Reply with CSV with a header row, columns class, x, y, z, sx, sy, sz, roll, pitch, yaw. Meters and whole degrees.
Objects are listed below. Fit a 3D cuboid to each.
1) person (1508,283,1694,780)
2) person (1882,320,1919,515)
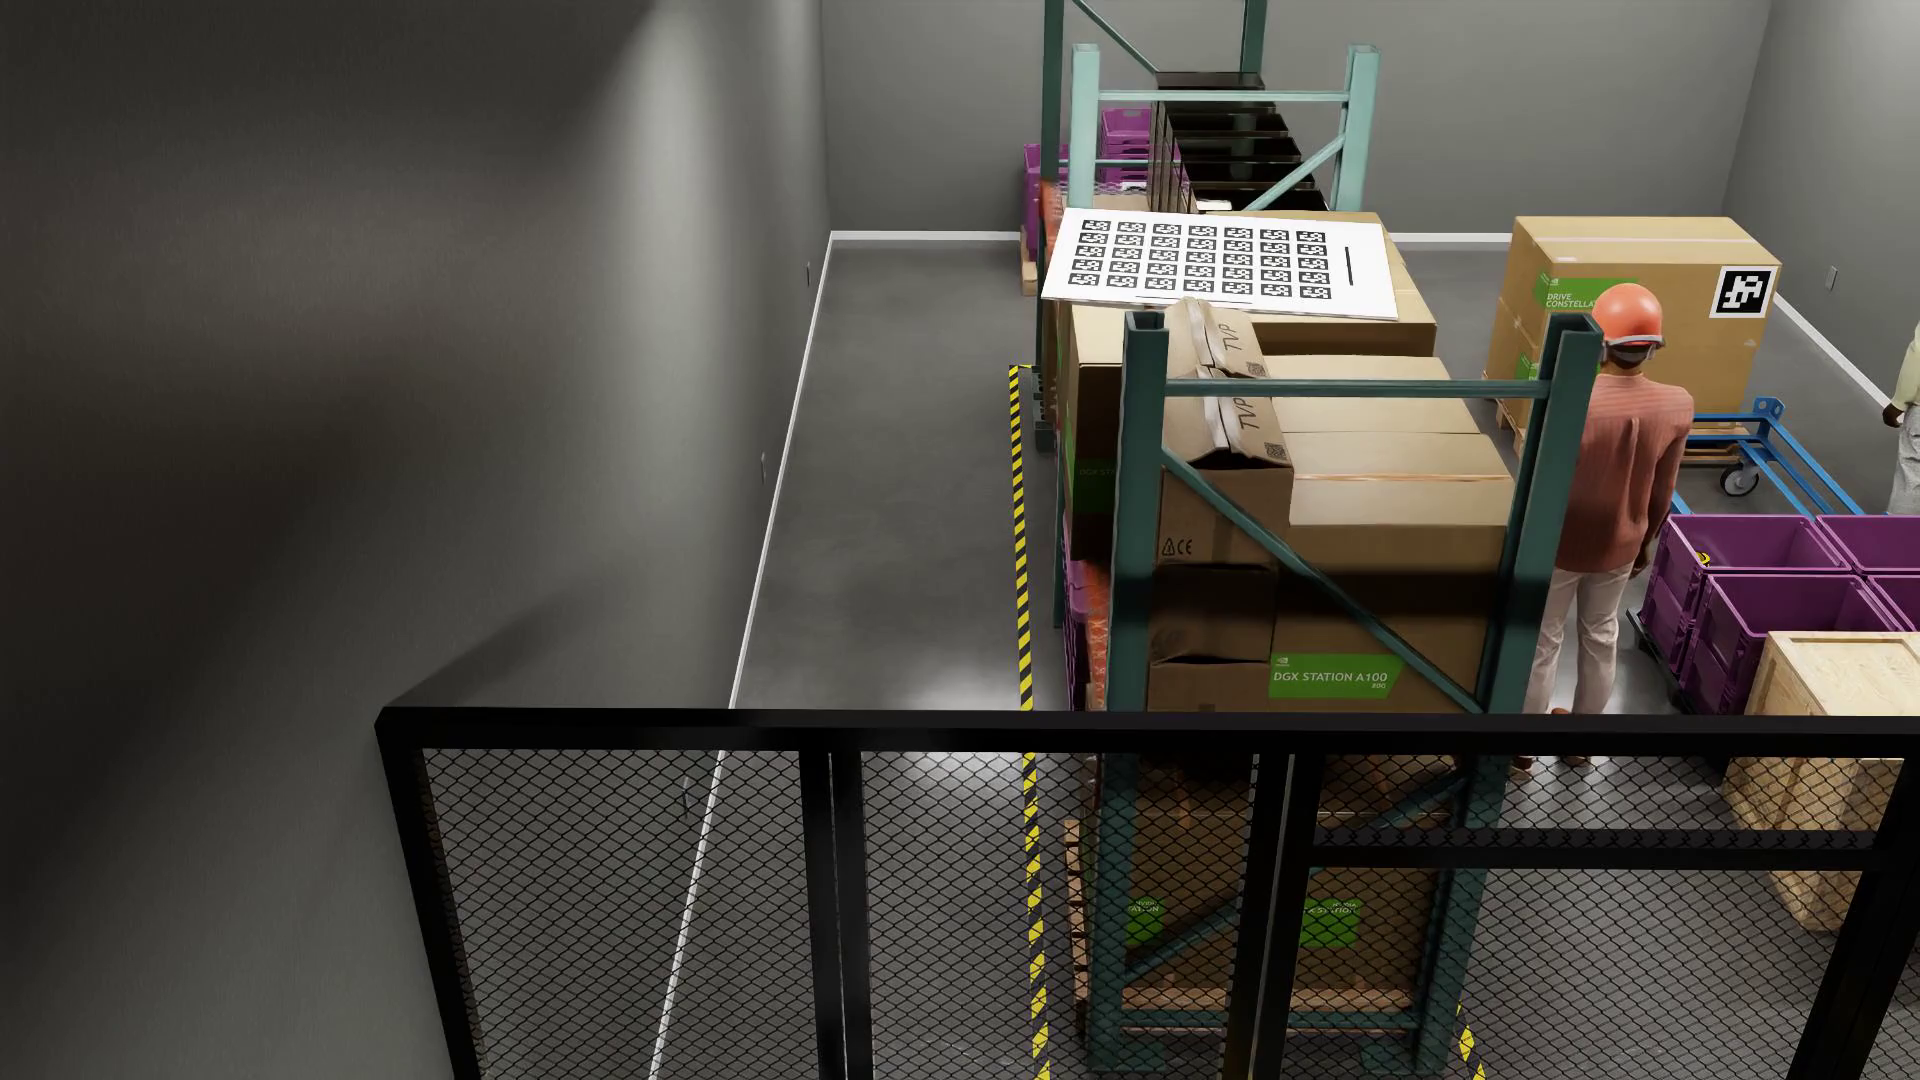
class,x,y,z,sx,sy,sz,roll,pitch,yaw
person,2.301,0.001,6.161,0.626,1.991,0.389,-7,32,-12
person,4.445,-0.654,7.403,0.600,1.830,0.403,2,31,3
